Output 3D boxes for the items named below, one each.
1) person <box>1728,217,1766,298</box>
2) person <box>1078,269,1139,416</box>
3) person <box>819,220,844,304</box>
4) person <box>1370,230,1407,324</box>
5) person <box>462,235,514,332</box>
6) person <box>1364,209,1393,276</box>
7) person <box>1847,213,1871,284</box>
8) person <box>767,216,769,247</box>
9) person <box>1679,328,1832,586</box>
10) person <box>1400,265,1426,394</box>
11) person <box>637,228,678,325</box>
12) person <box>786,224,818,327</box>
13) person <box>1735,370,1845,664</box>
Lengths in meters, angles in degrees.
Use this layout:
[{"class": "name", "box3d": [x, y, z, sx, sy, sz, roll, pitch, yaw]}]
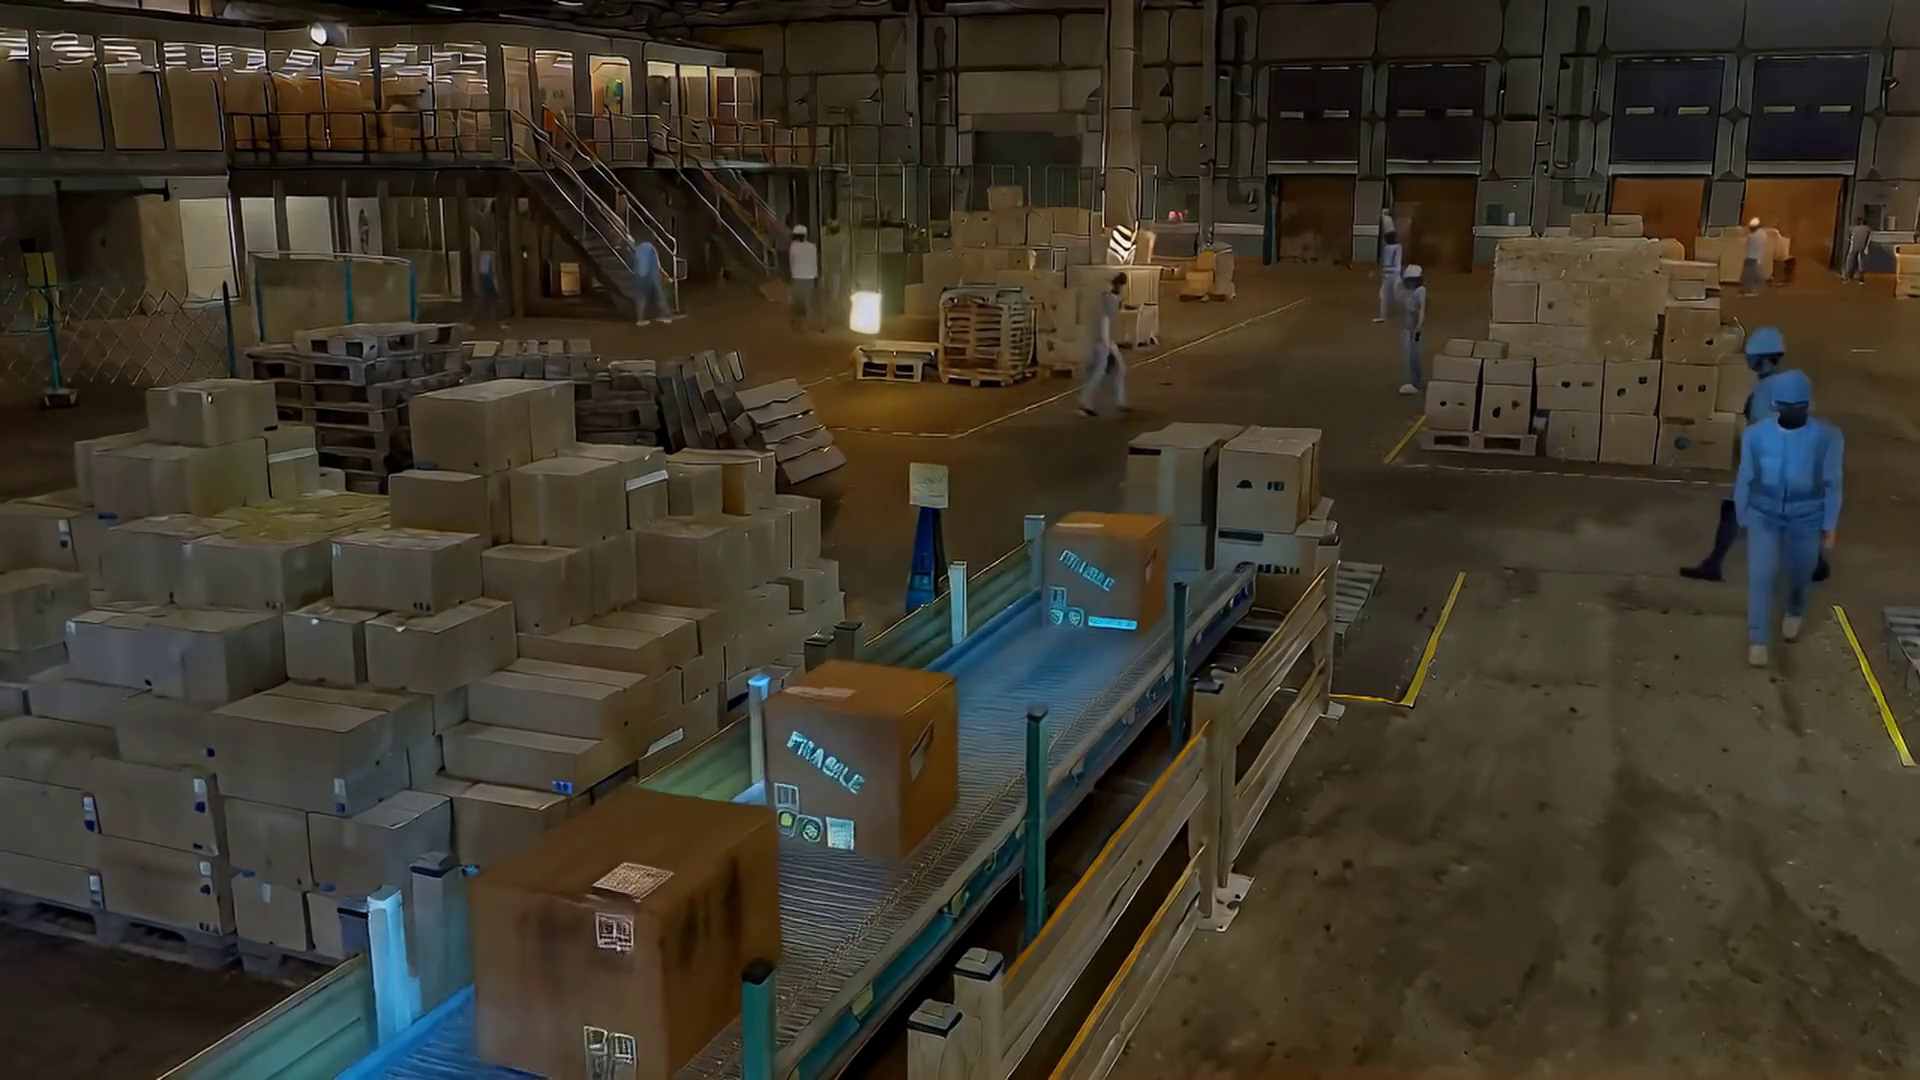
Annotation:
[{"class": "person", "box3d": [18.662, -6.678, 39.344, 0.767, 1.903, 0.593, -3, 13, -15]}, {"class": "person", "box3d": [1.843, -2.394, 20.322, 0.876, 1.820, 0.540, 6, 14, 26]}, {"class": "person", "box3d": [-2.910, -6.308, 37.755, 0.550, 1.886, 1.010, 0, 13, 2]}, {"class": "person", "box3d": [8.539, -5.146, 32.592, 0.831, 1.859, 0.580, -3, 13, -14]}, {"class": "person", "box3d": [-8.934, -4.819, 31.244, 0.930, 1.813, 0.522, -6, 14, -23]}, {"class": "person", "box3d": [12.062, -8.426, 47.219, 1.019, 1.891, 0.642, 10, 16, 38]}, {"class": "person", "box3d": [23.824, -7.714, 44.064, 0.513, 1.876, 0.328, 7, 14, 28]}, {"class": "person", "box3d": [-6.714, -10.577, 57.068, 0.875, 1.809, 0.633, 2, 13, 8]}, {"class": "person", "box3d": [5.884, -0.587, 12.069, 0.996, 1.895, 0.545, 8, 15, 33]}, {"class": "person", "box3d": [6.152, -2.859, 22.617, 0.414, 1.729, 0.530, 0, 13, -2]}, {"class": "person", "box3d": [-5.966, -5.157, 32.556, 0.908, 1.879, 0.616, -7, 14, -29]}, {"class": "person", "box3d": [-3.047, -5.061, 31.961, 0.630, 1.955, 0.908, 4, 13, 16]}, {"class": "person", "box3d": [5.122, -0.161, 10.316, 0.602, 1.817, 0.681, 7, 14, 28]}]
